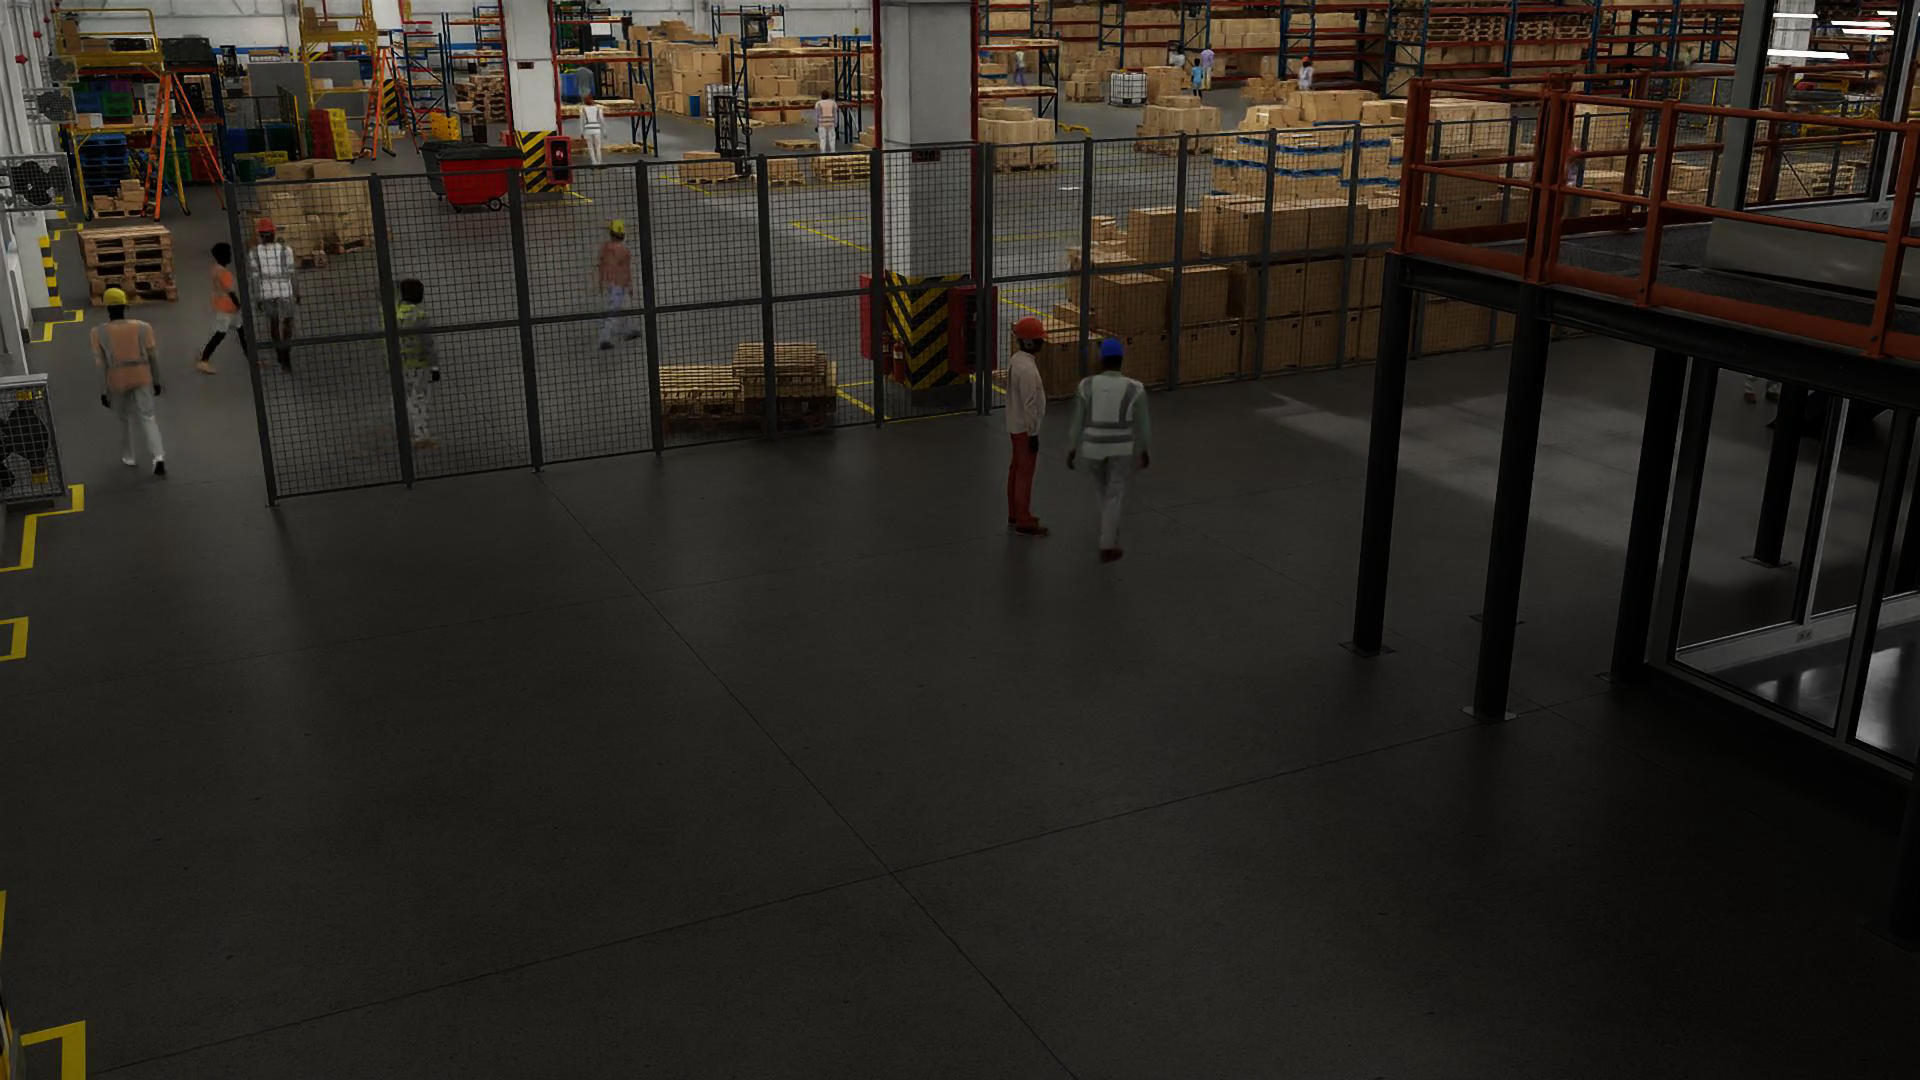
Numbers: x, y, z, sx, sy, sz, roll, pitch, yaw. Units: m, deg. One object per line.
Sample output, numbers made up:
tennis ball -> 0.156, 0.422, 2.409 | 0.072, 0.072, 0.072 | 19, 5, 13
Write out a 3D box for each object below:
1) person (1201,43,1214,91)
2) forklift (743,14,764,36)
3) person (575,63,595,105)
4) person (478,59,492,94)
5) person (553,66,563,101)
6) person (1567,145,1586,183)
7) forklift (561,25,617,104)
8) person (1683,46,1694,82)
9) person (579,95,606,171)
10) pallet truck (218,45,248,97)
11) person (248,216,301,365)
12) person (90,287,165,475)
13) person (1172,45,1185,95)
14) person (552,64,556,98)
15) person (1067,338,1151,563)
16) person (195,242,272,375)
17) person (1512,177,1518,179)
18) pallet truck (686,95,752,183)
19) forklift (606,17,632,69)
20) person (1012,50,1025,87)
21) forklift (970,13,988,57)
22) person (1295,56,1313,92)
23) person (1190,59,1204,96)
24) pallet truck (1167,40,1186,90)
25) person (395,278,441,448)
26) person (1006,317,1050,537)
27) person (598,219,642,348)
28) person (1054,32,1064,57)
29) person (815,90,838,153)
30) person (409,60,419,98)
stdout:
person -> 10.222, -19.536, 68.728 | 0.378, 1.937, 0.629 | -16, 25, -39
forklift -> -9.687, -23.327, 78.290 | 1.129, 2.768, 1.873 | -9, 21, -25
person -> -12.821, -15.474, 57.022 | 0.648, 1.884, 0.877 | 3, 19, 9
person -> -17.477, -16.819, 61.202 | 0.657, 1.701, 0.501 | 17, 25, 40
person -> -14.151, -15.800, 57.909 | 0.661, 1.928, 0.429 | -13, 23, -33
person -> 10.692, -5.853, 28.968 | 0.962, 1.996, 0.671 | 17, 25, 40
forklift -> -14.054, -17.892, 62.535 | 1.873, 2.768, 1.129 | -9, 21, -25
person -> 32.009, -20.815, 72.934 | 0.508, 1.610, 0.700 | -12, 23, -32
person -> -9.278, -10.284, 42.009 | 0.625, 1.872, 0.395 | -10, 22, -28
pallet truck -> -28.879, -18.665, 66.111 | 0.823, 1.965, 1.885 | -3, 19, -9
person -> -8.789, -3.181, 21.351 | 0.554, 1.917, 0.690 | -5, 20, -13
person -> -8.392, -1.607, 16.837 | 0.599, 1.893, 0.933 | -14, 23, -35
person -> 8.761, -18.808, 66.581 | 0.600, 1.952, 0.434 | -8, 21, -22
person -> -14.066, -15.333, 56.785 | 0.896, 1.790, 0.502 | 10, 21, 26
person -> 1.314, -0.808, 14.492 | 0.669, 1.889, 0.889 | 6, 20, 17
person -> -9.307, -2.923, 20.994 | 0.896, 1.656, 0.522 | -10, 21, -27
person -> 8.475, -4.677, 25.754 | 0.508, 1.872, 0.329 | -6, 20, -16
pallet truck -> -5.836, -9.608, 39.856 | 0.823, 1.965, 1.885 | 10, 22, 27
forklift -> -14.590, -21.543, 73.120 | 1.873, 2.768, 1.129 | -1, 19, -2
person -> 2.370, -19.543, 68.823 | 0.851, 1.875, 0.618 | 13, 23, 32
forklift -> 0.454, -24.004, 80.252 | 1.129, 2.768, 1.873 | -12, 23, -32
person -> 12.174, -16.119, 58.844 | 0.399, 1.917, 0.550 | -16, 24, -38
person -> 8.773, -17.000, 61.765 | 0.557, 1.694, 0.425 | -9, 21, -25
pallet truck -> 9.045, -19.971, 69.895 | 0.823, 1.965, 1.885 | -3, 19, -8
person -> -5.785, -1.881, 17.716 | 0.652, 1.824, 0.447 | 14, 24, 36
person -> 0.602, -1.022, 14.971 | 0.381, 1.994, 0.614 | -4, 19, -10
person -> -4.641, -3.476, 22.517 | 0.529, 1.709, 0.920 | 11, 22, 29
person -> 4.670, -23.273, 79.524 | 0.884, 1.965, 0.615 | -8, 21, -22
person -> -3.539, -10.944, 43.963 | 0.636, 1.841, 0.429 | -7, 20, -19
person -> -20.241, -16.890, 61.503 | 0.520, 1.640, 0.307 | -6, 20, -17
